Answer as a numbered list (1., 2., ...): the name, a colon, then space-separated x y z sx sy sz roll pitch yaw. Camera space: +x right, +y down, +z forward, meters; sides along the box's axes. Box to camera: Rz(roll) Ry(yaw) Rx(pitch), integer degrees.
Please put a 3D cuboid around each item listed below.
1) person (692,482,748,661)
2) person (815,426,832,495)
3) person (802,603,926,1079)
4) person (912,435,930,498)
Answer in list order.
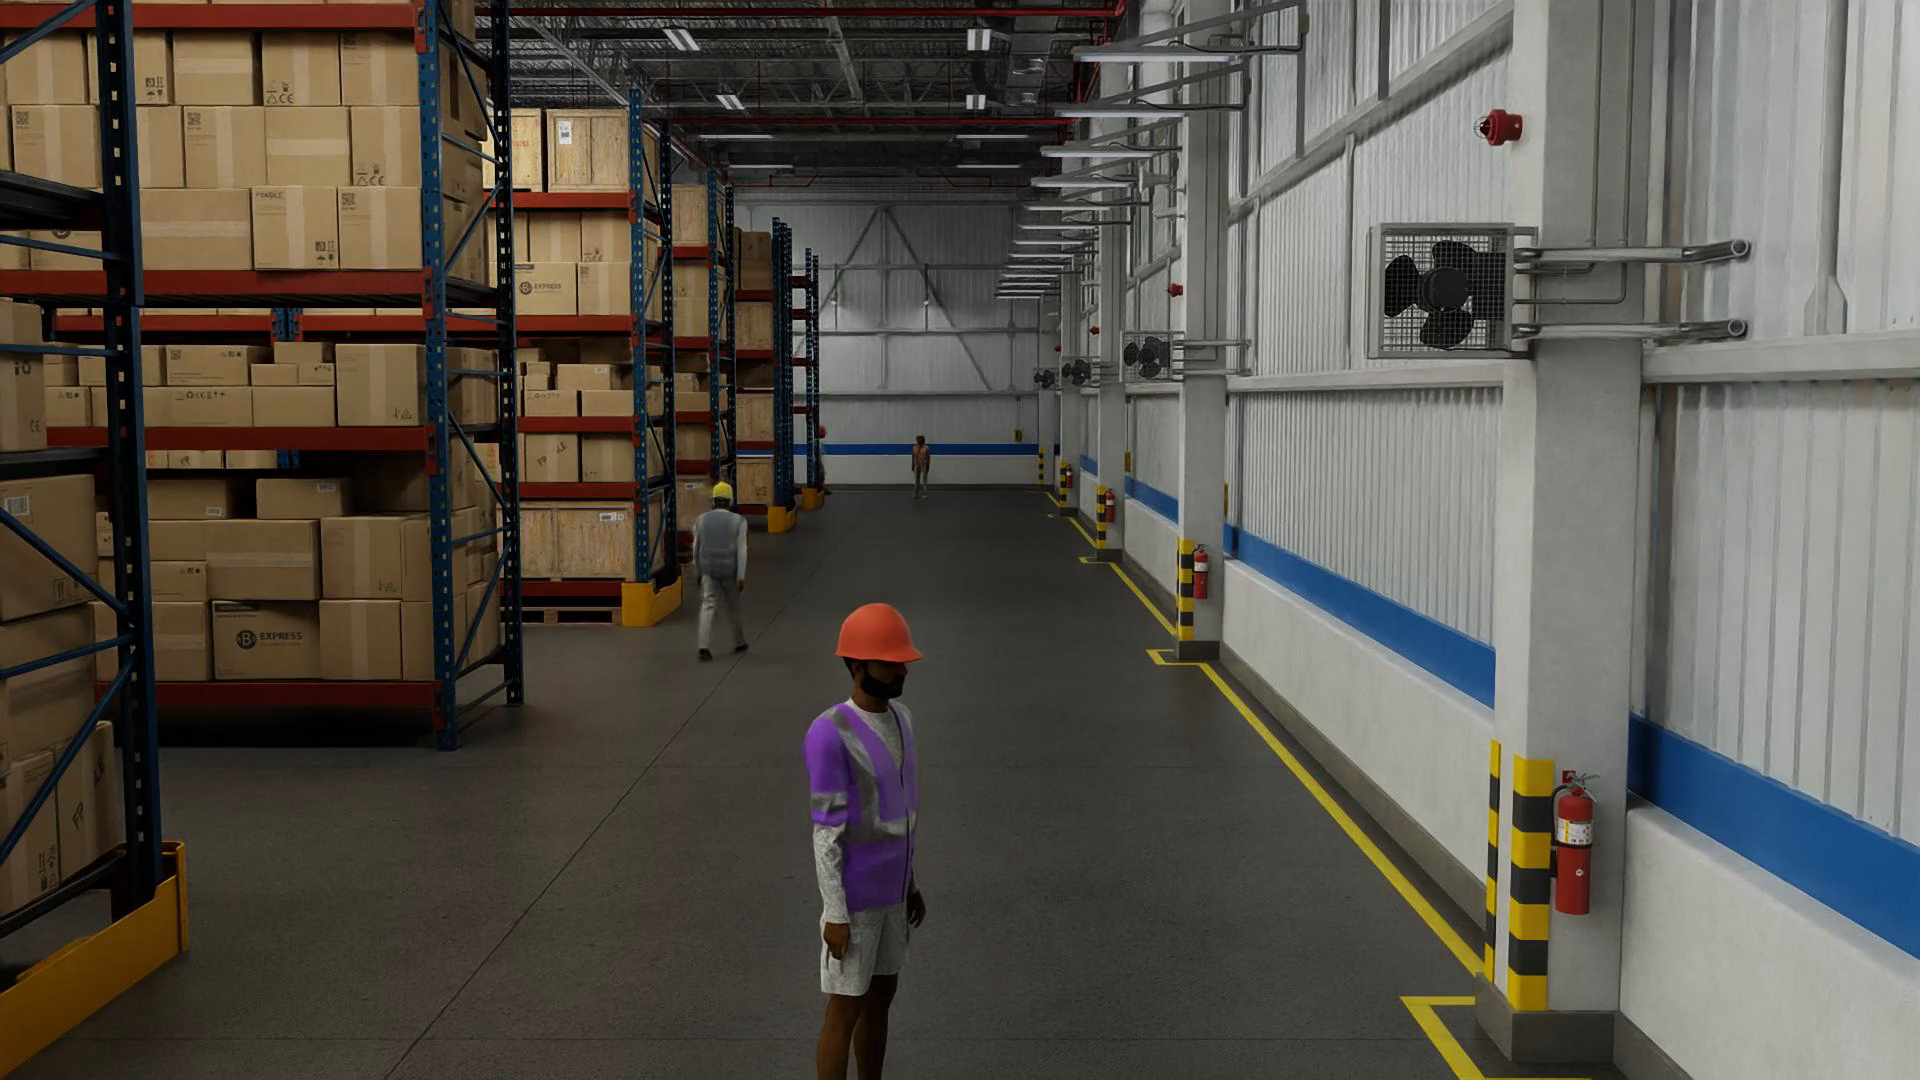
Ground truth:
1. person: -2.414 0.309 16.683 0.606 1.788 0.947 1 5 10
2. person: -3.741 -2.107 44.318 0.611 1.881 0.611 -1 5 -10
3. person: -0.288 1.176 5.635 0.360 1.939 0.543 3 6 29
4. person: -1.018 -1.897 43.173 0.513 1.638 0.313 2 5 24
